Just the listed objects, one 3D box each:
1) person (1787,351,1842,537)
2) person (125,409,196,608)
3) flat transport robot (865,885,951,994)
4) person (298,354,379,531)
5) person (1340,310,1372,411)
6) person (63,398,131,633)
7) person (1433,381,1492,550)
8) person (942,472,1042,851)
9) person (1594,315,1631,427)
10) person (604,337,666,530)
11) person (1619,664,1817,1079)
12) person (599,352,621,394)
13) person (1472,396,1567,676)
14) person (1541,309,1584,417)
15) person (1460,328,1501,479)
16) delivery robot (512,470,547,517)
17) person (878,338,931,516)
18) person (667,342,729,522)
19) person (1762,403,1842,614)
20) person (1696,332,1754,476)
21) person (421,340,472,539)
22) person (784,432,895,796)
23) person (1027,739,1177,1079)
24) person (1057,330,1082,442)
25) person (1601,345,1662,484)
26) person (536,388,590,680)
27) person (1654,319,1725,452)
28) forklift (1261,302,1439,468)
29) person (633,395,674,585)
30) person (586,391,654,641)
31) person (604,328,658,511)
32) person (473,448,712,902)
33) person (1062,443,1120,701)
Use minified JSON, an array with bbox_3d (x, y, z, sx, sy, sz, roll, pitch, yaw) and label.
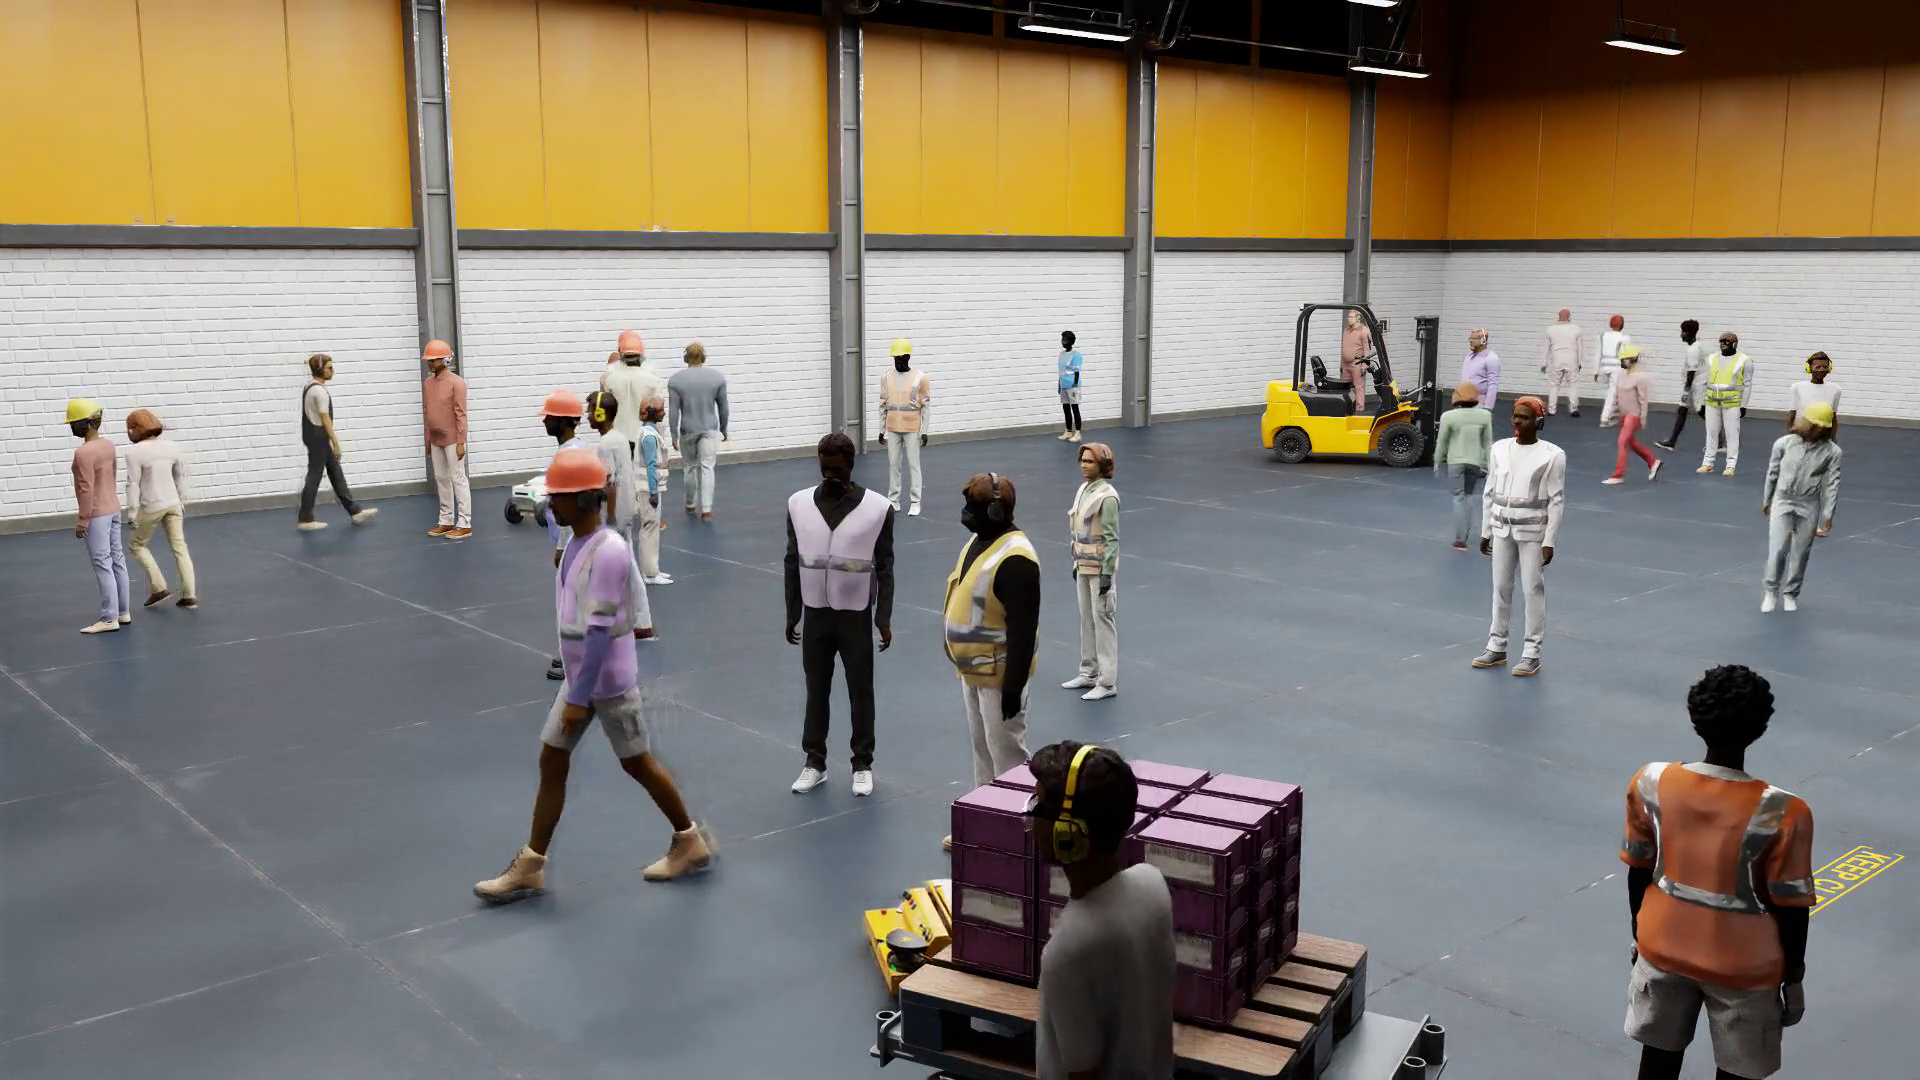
[{"bbox_3d":[8.552,-0.958,16.695,0.513,1.872,0.328,1,10,5],"label":"person"},{"bbox_3d":[-6.376,-0.234,13.212,0.519,1.606,0.618,4,10,22],"label":"person"},{"bbox_3d":[0.373,1.545,6.711,1.431,0.197,0.652,-2,10,-12],"label":"flat transport robot"},{"bbox_3d":[-6.464,-1.010,17.179,0.905,1.804,0.532,-5,11,-27],"label":"person"},{"bbox_3d":[6.744,-3.002,28.549,0.403,1.911,0.637,-5,11,-27],"label":"person"},{"bbox_3d":[-6.482,-0.182,12.470,0.324,1.763,0.524,-1,10,-4],"label":"person"},{"bbox_3d":[4.837,-0.732,16.087,0.529,1.609,0.585,-1,10,-4],"label":"person"},{"bbox_3d":[0.140,0.605,7.626,0.430,1.845,0.621,-3,10,-17],"label":"person"},{"bbox_3d":[10.904,-2.805,27.622,0.954,1.827,0.590,-7,12,-36],"label":"person"},{"bbox_3d":[-3.302,-1.057,16.946,0.662,1.986,0.396,1,10,5],"label":"person"},{"bbox_3d":[2.112,1.180,4.672,0.318,1.700,0.535,-9,13,-41],"label":"person"},{"bbox_3d":[-4.219,-1.502,20.555,0.514,1.639,0.310,5,11,25],"label":"person"},{"bbox_3d":[3.773,-0.031,11.226,0.355,1.885,0.576,-8,13,-39],"label":"person"},{"bbox_3d":[10.570,-3.085,29.113,0.765,1.885,0.514,4,11,24],"label":"person"},{"bbox_3d":[6.548,-1.736,21.139,0.406,1.911,0.639,-3,10,-17],"label":"person"},{"bbox_3d":[-4.397,-0.502,17.593,0.477,0.478,0.707,5,11,27],"label":"delivery robot"},{"bbox_3d":[-0.618,-1.222,18.069,0.594,1.926,0.367,4,10,21],"label":"person"},{"bbox_3d":[-2.803,-1.164,17.832,0.650,1.903,0.874,-2,10,-12],"label":"person"},{"bbox_3d":[6.588,-0.248,13.043,0.512,1.685,0.596,4,10,22],"label":"person"},{"bbox_3d":[9.838,-1.750,21.417,0.429,1.844,0.625,-9,13,-41],"label":"person"},{"bbox_3d":[-5.155,-1.006,16.639,0.614,1.987,0.407,7,12,36],"label":"person"},{"bbox_3d":[-0.633,0.381,8.727,0.587,1.914,0.392,2,10,10],"label":"person"},{"bbox_3d":[0.297,1.312,3.577,0.994,1.821,0.515,7,12,35],"label":"person"},{"bbox_3d":[1.657,-2.336,25.280,0.320,1.692,0.534,-6,11,-30],"label":"person"},{"bbox_3d":[8.359,-1.551,20.575,0.809,1.726,0.517,-2,10,-11],"label":"person"},{"bbox_3d":[-2.619,-0.040,11.110,0.354,1.942,0.545,-1,10,-5],"label":"person"},{"bbox_3d":[10.580,-2.206,23.903,0.943,1.918,0.610,3,10,20],"label":"person"},{"bbox_3d":[5.320,-2.157,22.763,2.313,2.155,1.214,3,10,16],"label":"forklift"},{"bbox_3d":[-2.647,-0.427,14.292,0.310,1.632,0.505,-2,10,-13],"label":"person"},{"bbox_3d":[-2.599,-0.157,12.082,0.767,1.839,0.570,1,10,4],"label":"person"},{"bbox_3d":[-3.637,-1.343,18.515,0.606,2.027,0.569,0,10,-2],"label":"person"},{"bbox_3d":[-1.603,0.586,7.308,1.048,1.997,0.609,-6,12,-33],"label":"person"},{"bbox_3d":[0.858,0.192,10.614,0.305,1.645,0.522,-3,10,-18],"label":"person"}]
